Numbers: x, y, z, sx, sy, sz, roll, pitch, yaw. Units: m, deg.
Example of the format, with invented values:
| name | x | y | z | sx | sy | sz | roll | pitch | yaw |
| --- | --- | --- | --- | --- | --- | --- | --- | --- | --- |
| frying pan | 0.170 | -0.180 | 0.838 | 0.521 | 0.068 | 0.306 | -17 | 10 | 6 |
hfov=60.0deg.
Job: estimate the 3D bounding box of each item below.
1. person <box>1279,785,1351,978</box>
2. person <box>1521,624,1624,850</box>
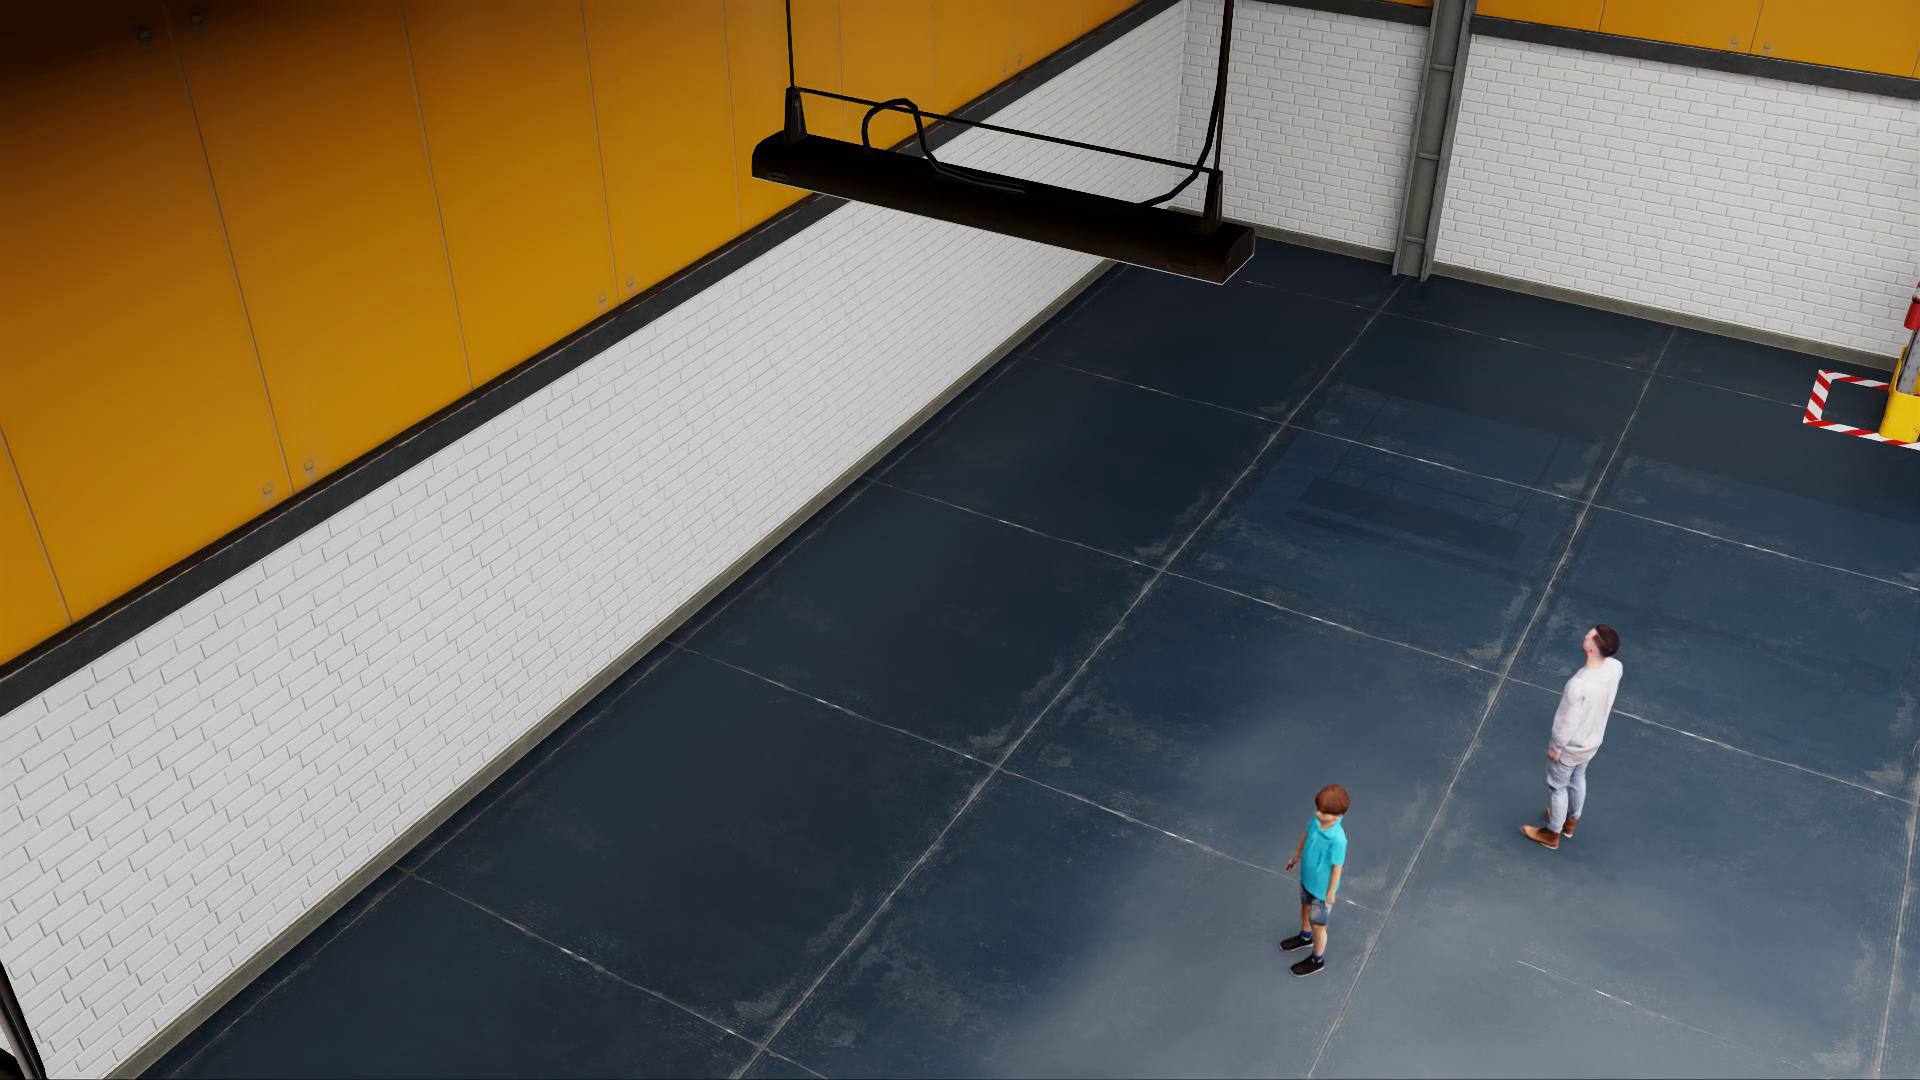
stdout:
| name | x | y | z | sx | sy | sz | roll | pitch | yaw |
| --- | --- | --- | --- | --- | --- | --- | --- | --- | --- |
| person | 2.303 | 2.106 | 10.543 | 0.687 | 1.447 | 0.627 | -8 | 35 | -12 |
| person | 4.212 | 1.337 | 11.345 | 0.757 | 1.839 | 0.707 | -22 | 40 | -30 |
